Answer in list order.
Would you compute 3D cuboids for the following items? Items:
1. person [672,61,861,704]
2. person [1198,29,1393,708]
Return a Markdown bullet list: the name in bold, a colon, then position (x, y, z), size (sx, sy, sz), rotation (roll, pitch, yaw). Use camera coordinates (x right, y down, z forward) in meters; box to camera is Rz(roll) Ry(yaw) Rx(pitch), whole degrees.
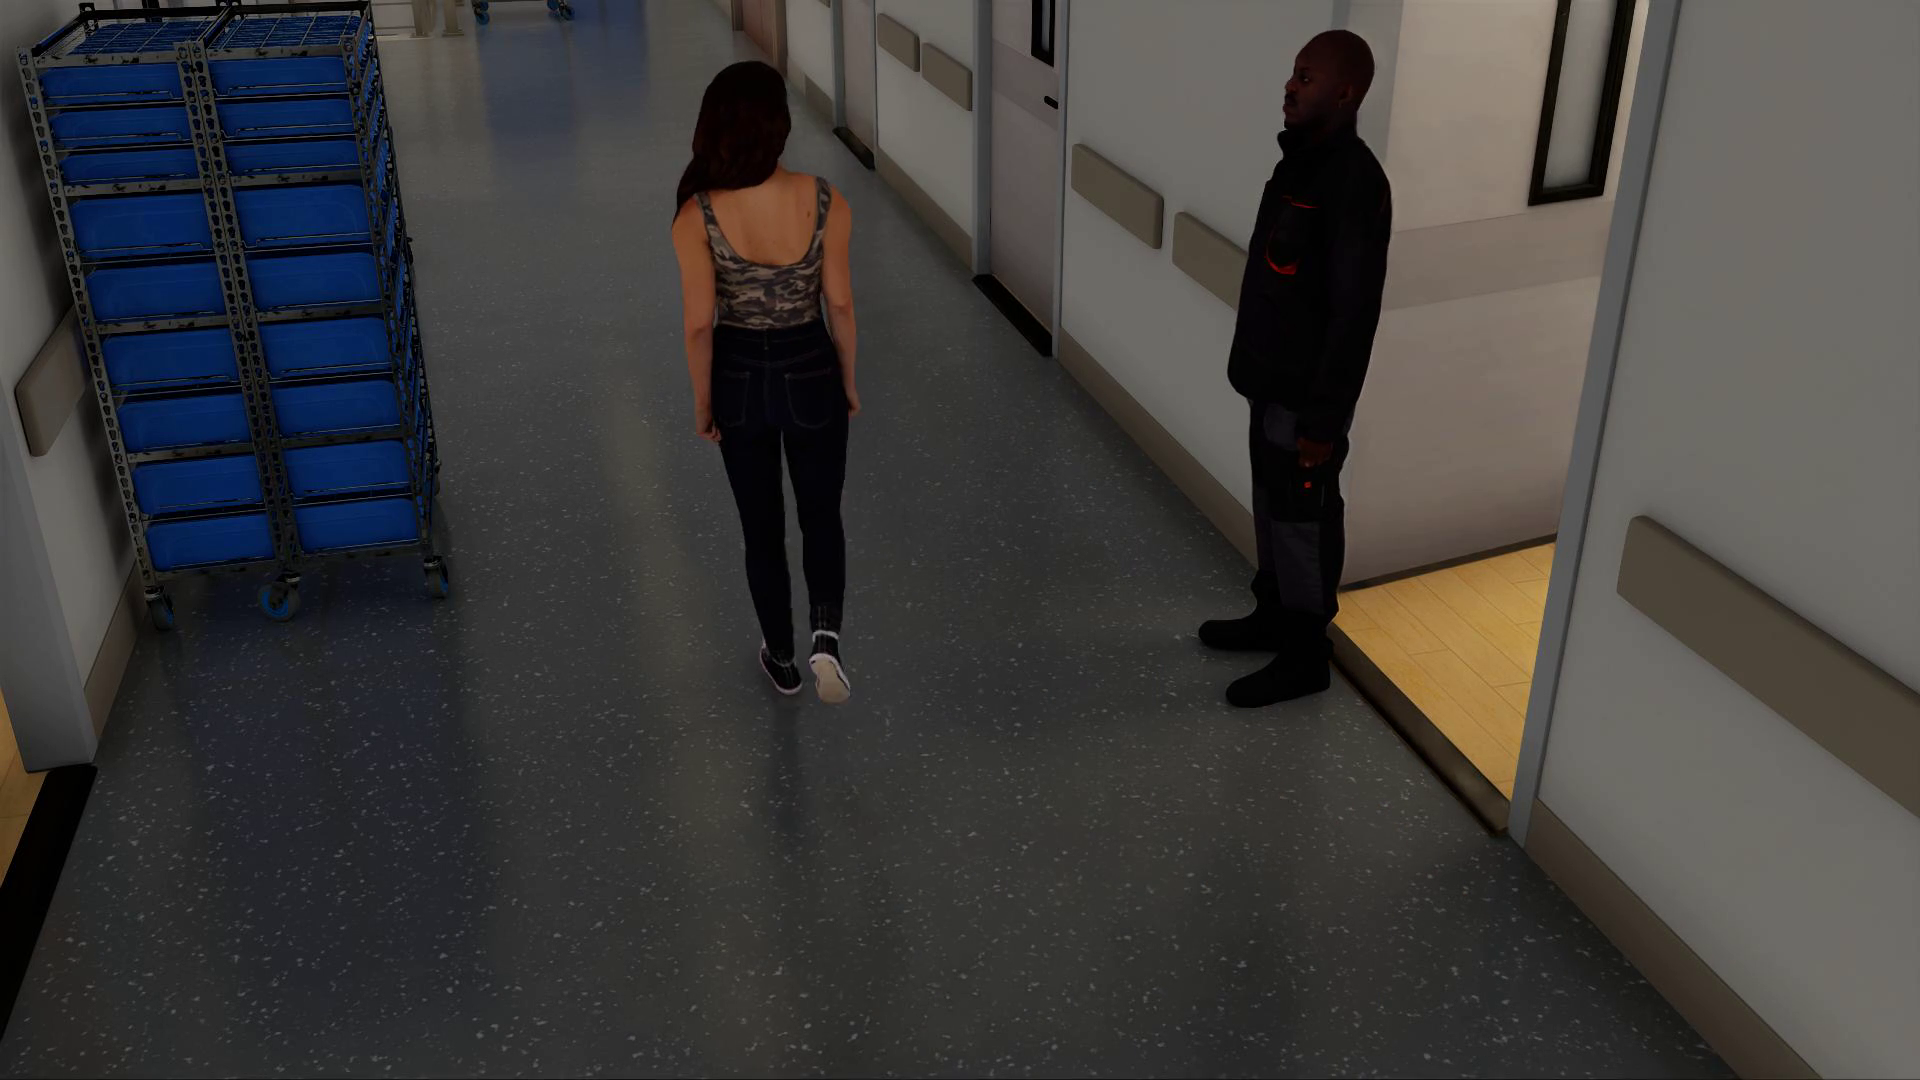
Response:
- **person**: position (-0.453, -0.321, 4.313), size (0.621, 1.758, 0.857), rotation (-6, 26, -12)
- **person**: position (0.943, -0.442, 4.487), size (0.797, 1.825, 0.589), rotation (-3, 26, -6)
